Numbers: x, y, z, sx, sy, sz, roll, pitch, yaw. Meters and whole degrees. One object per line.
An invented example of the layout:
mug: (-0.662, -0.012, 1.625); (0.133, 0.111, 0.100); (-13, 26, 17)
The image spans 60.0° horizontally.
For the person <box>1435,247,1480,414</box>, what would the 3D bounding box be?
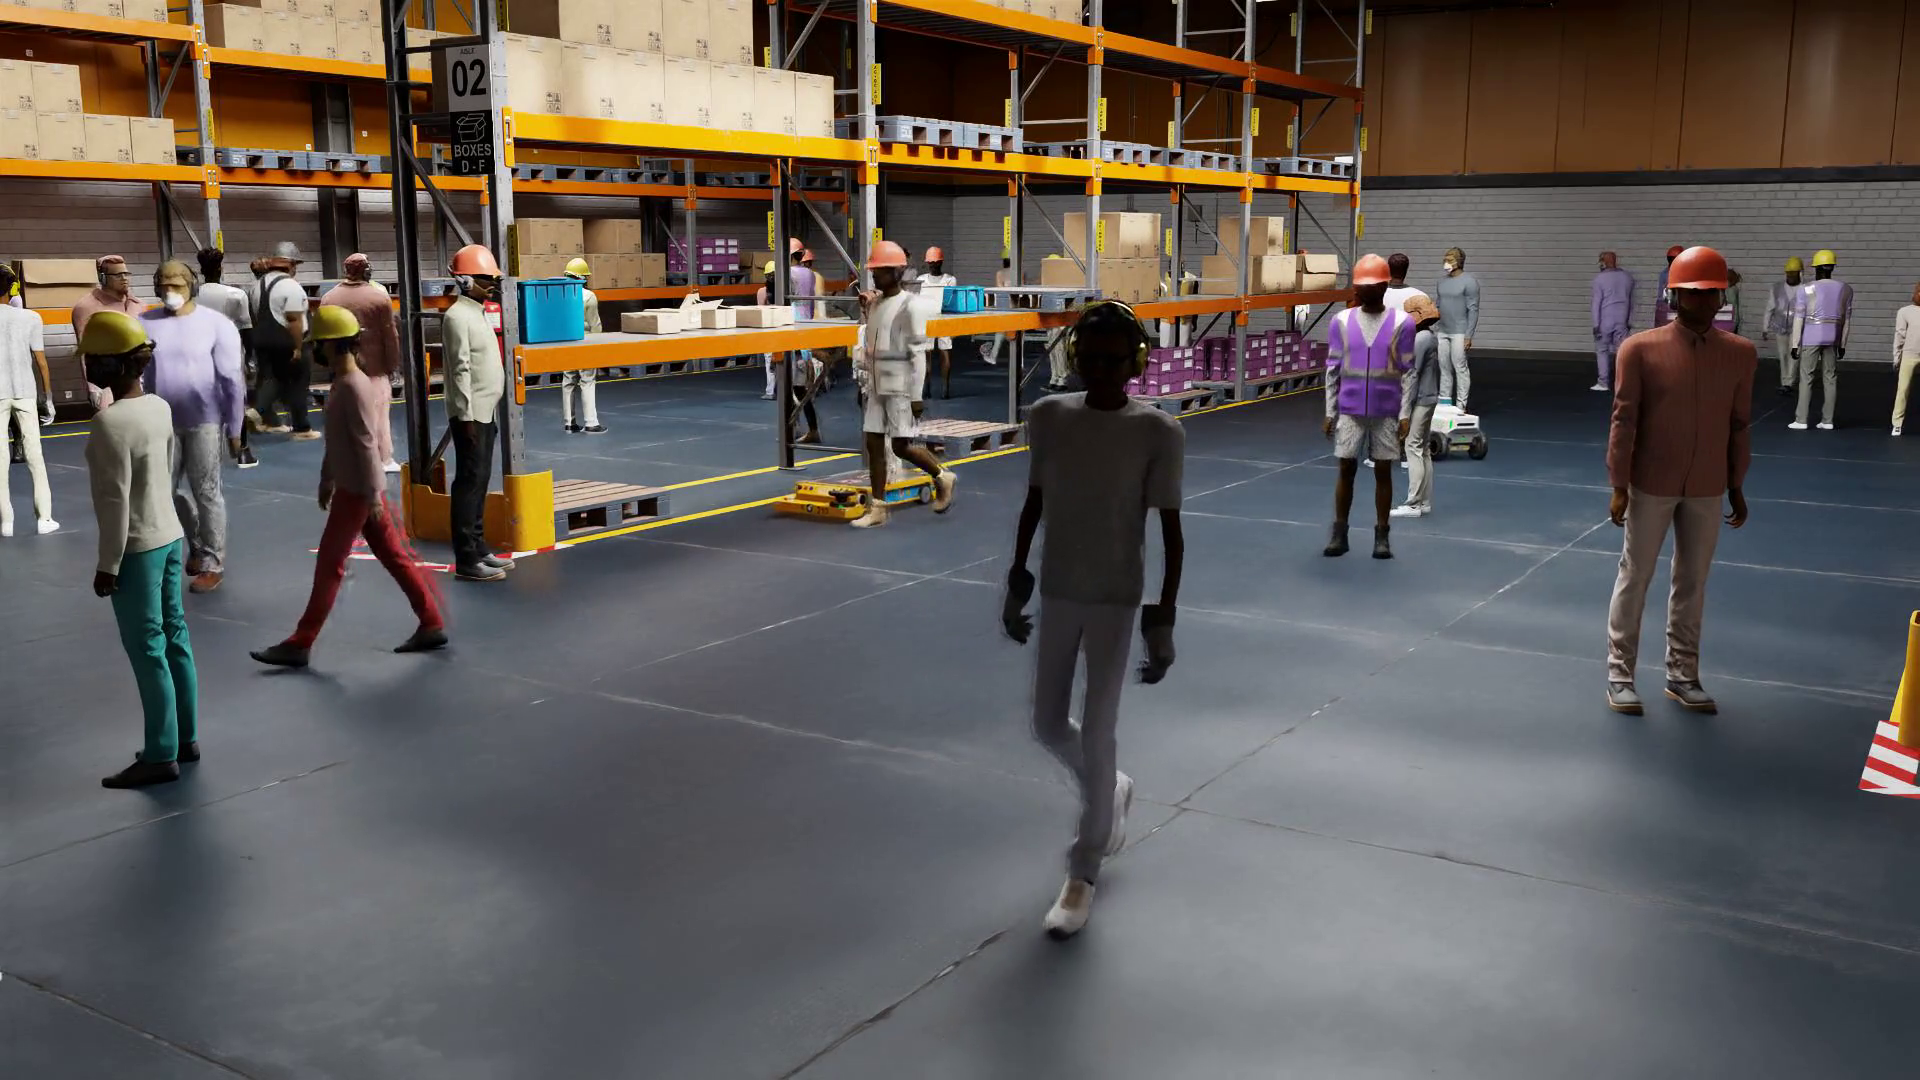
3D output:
person: (5.567, -2.316, 18.743); (0.376, 1.940, 0.629); (-5, 11, -25)

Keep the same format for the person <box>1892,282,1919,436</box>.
person: (9.885, -1.866, 17.133); (0.492, 1.625, 0.284); (5, 11, 24)

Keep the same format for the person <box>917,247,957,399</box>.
person: (-0.309, -2.748, 21.142); (0.552, 1.936, 0.358); (2, 10, 11)

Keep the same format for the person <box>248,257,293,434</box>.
person: (-7.242, -2.030, 17.422); (0.344, 1.847, 0.506); (-8, 13, -39)

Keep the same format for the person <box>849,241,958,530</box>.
person: (-0.420, -1.084, 11.718); (0.786, 2.024, 0.608); (-8, 13, -39)

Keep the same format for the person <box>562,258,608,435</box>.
person: (-3.967, -2.015, 17.370); (0.600, 1.831, 0.404); (5, 11, 26)

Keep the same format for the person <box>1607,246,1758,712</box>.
person: (3.080, -0.244, 7.110); (0.612, 1.994, 0.394); (0, 10, -2)

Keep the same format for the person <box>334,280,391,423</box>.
person: (-6.547, -2.176, 18.275); (0.624, 1.836, 0.429); (-7, 12, -32)

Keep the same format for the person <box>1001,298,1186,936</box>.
person: (0.403, 0.199, 5.048); (0.631, 1.847, 0.815); (5, 11, 24)

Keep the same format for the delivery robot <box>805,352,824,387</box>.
delivery robot: (-1.975, -2.208, 21.722); (0.477, 0.478, 0.707); (0, 10, 0)

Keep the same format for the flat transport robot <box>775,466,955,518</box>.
flat transport robot: (-0.702, -0.379, 12.633); (0.652, 0.197, 1.431); (7, 12, 33)

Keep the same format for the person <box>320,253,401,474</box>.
person: (-5.159, -1.517, 14.411); (0.650, 1.907, 0.409); (0, 10, 3)

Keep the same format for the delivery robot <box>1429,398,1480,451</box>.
delivery robot: (4.516, -1.083, 15.487); (0.477, 0.478, 0.707); (-3, 11, -15)

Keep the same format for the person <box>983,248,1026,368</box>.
person: (0.740, -3.686, 26.461); (0.616, 1.882, 0.955); (-7, 12, -33)

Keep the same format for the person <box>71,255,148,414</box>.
person: (-6.310, -1.180, 12.545); (0.408, 1.908, 0.644); (4, 11, 19)

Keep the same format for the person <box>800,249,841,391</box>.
person: (-1.953, -2.925, 22.213); (0.562, 1.908, 0.576); (-5, 12, -28)

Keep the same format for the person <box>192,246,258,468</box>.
person: (-6.561, -1.605, 14.733); (0.606, 1.964, 0.367); (-2, 10, -11)

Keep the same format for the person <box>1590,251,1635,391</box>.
person: (8.753, -2.911, 22.230); (0.668, 1.876, 0.618); (-3, 11, -14)

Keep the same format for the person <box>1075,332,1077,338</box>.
person: (1.986, -3.796, 26.852); (0.731, 1.973, 0.645); (-10, 14, -44)

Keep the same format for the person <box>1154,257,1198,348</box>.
person: (2.988, -3.038, 23.042); (0.620, 1.836, 0.429); (0, 10, 2)

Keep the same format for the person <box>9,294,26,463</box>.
person: (-8.739, -1.643, 15.028); (0.553, 1.933, 0.368); (-3, 11, -18)

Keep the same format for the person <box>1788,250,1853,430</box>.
person: (9.179, -2.129, 17.771); (0.588, 1.918, 0.397); (0, 10, 2)

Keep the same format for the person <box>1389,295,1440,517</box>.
person: (3.358, -0.983, 12.237); (0.299, 1.623, 0.503); (5, 12, 28)

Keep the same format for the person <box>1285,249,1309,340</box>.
person: (5.330, -3.647, 26.300); (0.580, 1.879, 0.346); (-9, 13, -39)

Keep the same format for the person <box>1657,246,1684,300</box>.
person: (10.760, -3.480, 25.214); (0.376, 1.933, 0.544); (2, 10, 12)

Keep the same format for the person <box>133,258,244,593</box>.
person: (-4.434, -0.659, 9.604); (0.638, 1.921, 0.483); (0, 10, -1)

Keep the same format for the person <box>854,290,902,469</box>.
person: (-0.650, -1.160, 13.193); (0.312, 1.634, 0.516); (-8, 13, -39)

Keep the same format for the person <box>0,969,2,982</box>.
person: (-2.935, 0.348, 4.212); (0.790, 1.871, 0.501); (-5, 11, -25)

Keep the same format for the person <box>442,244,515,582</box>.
person: (-2.883, -0.758, 9.956); (0.395, 1.993, 0.616); (0, 10, -3)

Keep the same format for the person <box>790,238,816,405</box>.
person: (-2.029, -2.677, 20.455); (0.393, 2.041, 0.613); (6, 12, 32)

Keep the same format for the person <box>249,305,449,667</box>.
person: (-2.932, -0.259, 7.964); (0.925, 1.713, 0.547); (-5, 11, -24)

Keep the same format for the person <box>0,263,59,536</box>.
person: (-6.523, -0.959, 11.420); (0.538, 1.869, 0.313); (-5, 11, -27)

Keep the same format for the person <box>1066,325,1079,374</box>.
person: (1.758, -3.451, 25.091); (0.668, 1.919, 0.423); (5, 11, 26)

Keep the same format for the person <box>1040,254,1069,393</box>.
person: (1.274, -2.871, 22.119); (0.403, 1.830, 0.599); (-3, 11, -15)

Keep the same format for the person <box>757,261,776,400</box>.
person: (-2.352, -2.653, 21.122); (0.518, 1.756, 0.348); (-8, 13, -38)

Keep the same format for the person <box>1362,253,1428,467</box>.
person: (3.866, -1.593, 14.847); (0.595, 1.910, 0.412); (1, 10, 5)

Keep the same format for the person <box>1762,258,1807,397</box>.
person: (10.810, -2.771, 21.707); (0.615, 1.778, 0.936); (9, 13, 40)

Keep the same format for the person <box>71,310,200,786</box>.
person: (-3.082, 0.031, 6.216); (0.307, 1.770, 0.525); (-1, 10, -5)

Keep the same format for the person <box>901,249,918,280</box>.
person: (-0.940, -3.931, 27.875); (0.526, 1.876, 0.324); (5, 11, 26)

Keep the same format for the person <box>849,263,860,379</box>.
person: (-1.384, -3.221, 24.308); (0.492, 1.740, 0.325); (5, 11, 25)

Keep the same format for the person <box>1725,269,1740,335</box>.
person: (11.047, -3.120, 24.106); (0.719, 1.602, 0.560); (6, 12, 29)

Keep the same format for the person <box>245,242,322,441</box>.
person: (-6.799, -1.997, 16.698); (0.697, 2.000, 0.685); (7, 12, 34)

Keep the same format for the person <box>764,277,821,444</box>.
person: (-1.661, -1.783, 16.555); (0.596, 1.651, 0.521); (-1, 10, -6)

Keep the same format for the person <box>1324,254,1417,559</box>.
person: (2.592, -0.838, 10.563); (0.551, 1.934, 0.372); (4, 11, 20)
